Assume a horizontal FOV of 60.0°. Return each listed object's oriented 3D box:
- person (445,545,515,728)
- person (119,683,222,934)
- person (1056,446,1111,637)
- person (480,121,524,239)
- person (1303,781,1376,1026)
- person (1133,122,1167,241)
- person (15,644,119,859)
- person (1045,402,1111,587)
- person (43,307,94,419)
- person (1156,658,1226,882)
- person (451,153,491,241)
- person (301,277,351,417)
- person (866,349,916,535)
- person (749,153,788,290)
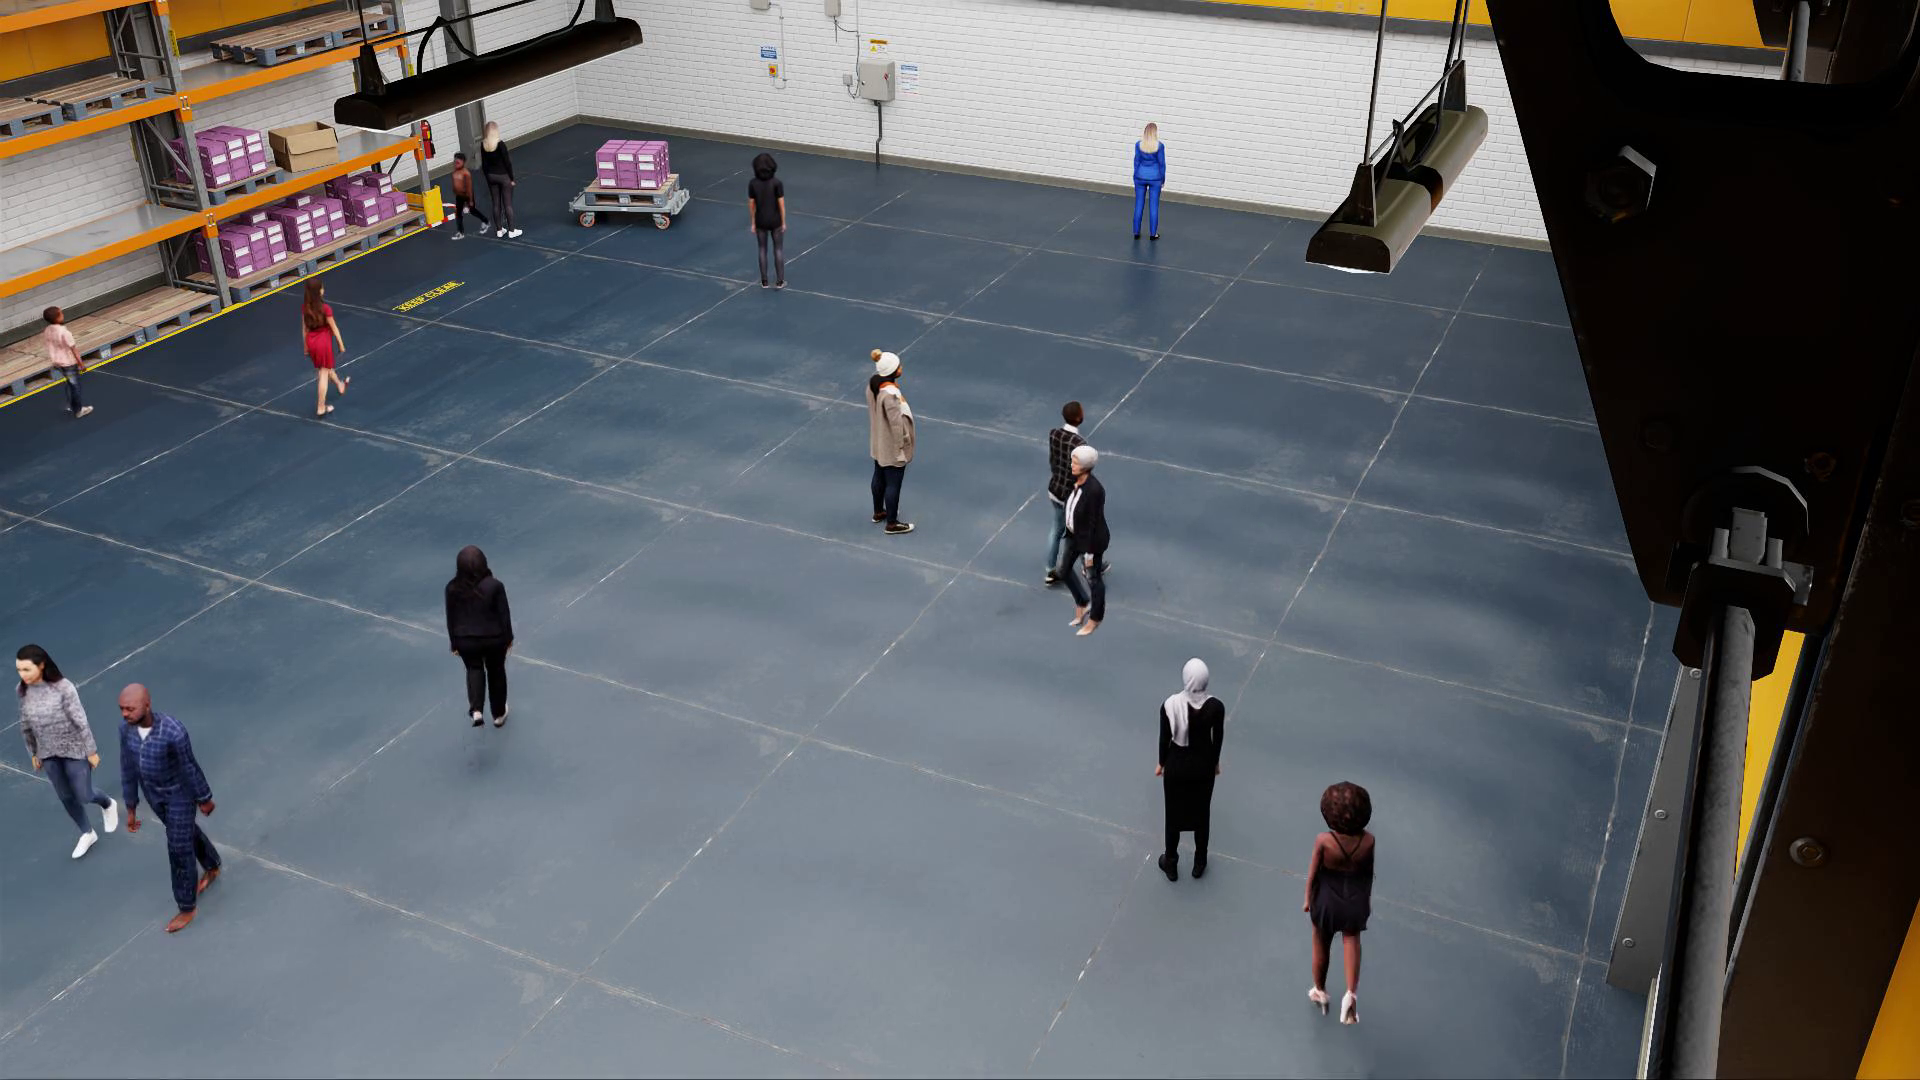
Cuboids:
[{"bbox_3d":[-3.782,0.827,13.137,0.840,1.603,0.925,-3,29,-5],"label":"person"},{"bbox_3d":[-5.351,1.679,11.379,0.719,1.792,0.984,9,30,16],"label":"person"},{"bbox_3d":[1.167,-0.003,13.931,0.850,1.774,0.886,-11,31,-20],"label":"person"},{"bbox_3d":[-6.705,-5.234,24.163,0.630,1.685,0.571,9,30,16],"label":"person"},{"bbox_3d":[2.354,2.306,10.244,0.748,1.777,0.858,0,29,0],"label":"person"},{"bbox_3d":[2.723,-5.196,24.078,0.644,1.700,0.570,9,30,16],"label":"person"},{"bbox_3d":[-6.348,1.451,11.872,0.746,1.719,0.787,2,29,3],"label":"person"},{"bbox_3d":[0.921,-0.388,15.152,1.030,1.807,0.923,-20,34,-32],"label":"person"},{"bbox_3d":[-10.041,-1.969,18.579,0.531,1.300,0.500,9,30,17],"label":"person"},{"bbox_3d":[1.594,1.600,11.534,0.678,1.781,0.675,0,29,-1],"label":"person"},{"bbox_3d":[-7.169,-5.039,24.277,0.590,1.233,0.918,16,32,27],"label":"person"},{"bbox_3d":[-7.216,-2.142,18.685,0.680,1.503,1.105,7,29,12],"label":"person"},{"bbox_3d":[-0.711,-0.980,16.150,0.854,1.890,0.813,-14,32,-24],"label":"person"},{"bbox_3d":[-2.574,-4.264,22.231,0.687,1.831,0.648,2,29,4],"label":"person"}]
